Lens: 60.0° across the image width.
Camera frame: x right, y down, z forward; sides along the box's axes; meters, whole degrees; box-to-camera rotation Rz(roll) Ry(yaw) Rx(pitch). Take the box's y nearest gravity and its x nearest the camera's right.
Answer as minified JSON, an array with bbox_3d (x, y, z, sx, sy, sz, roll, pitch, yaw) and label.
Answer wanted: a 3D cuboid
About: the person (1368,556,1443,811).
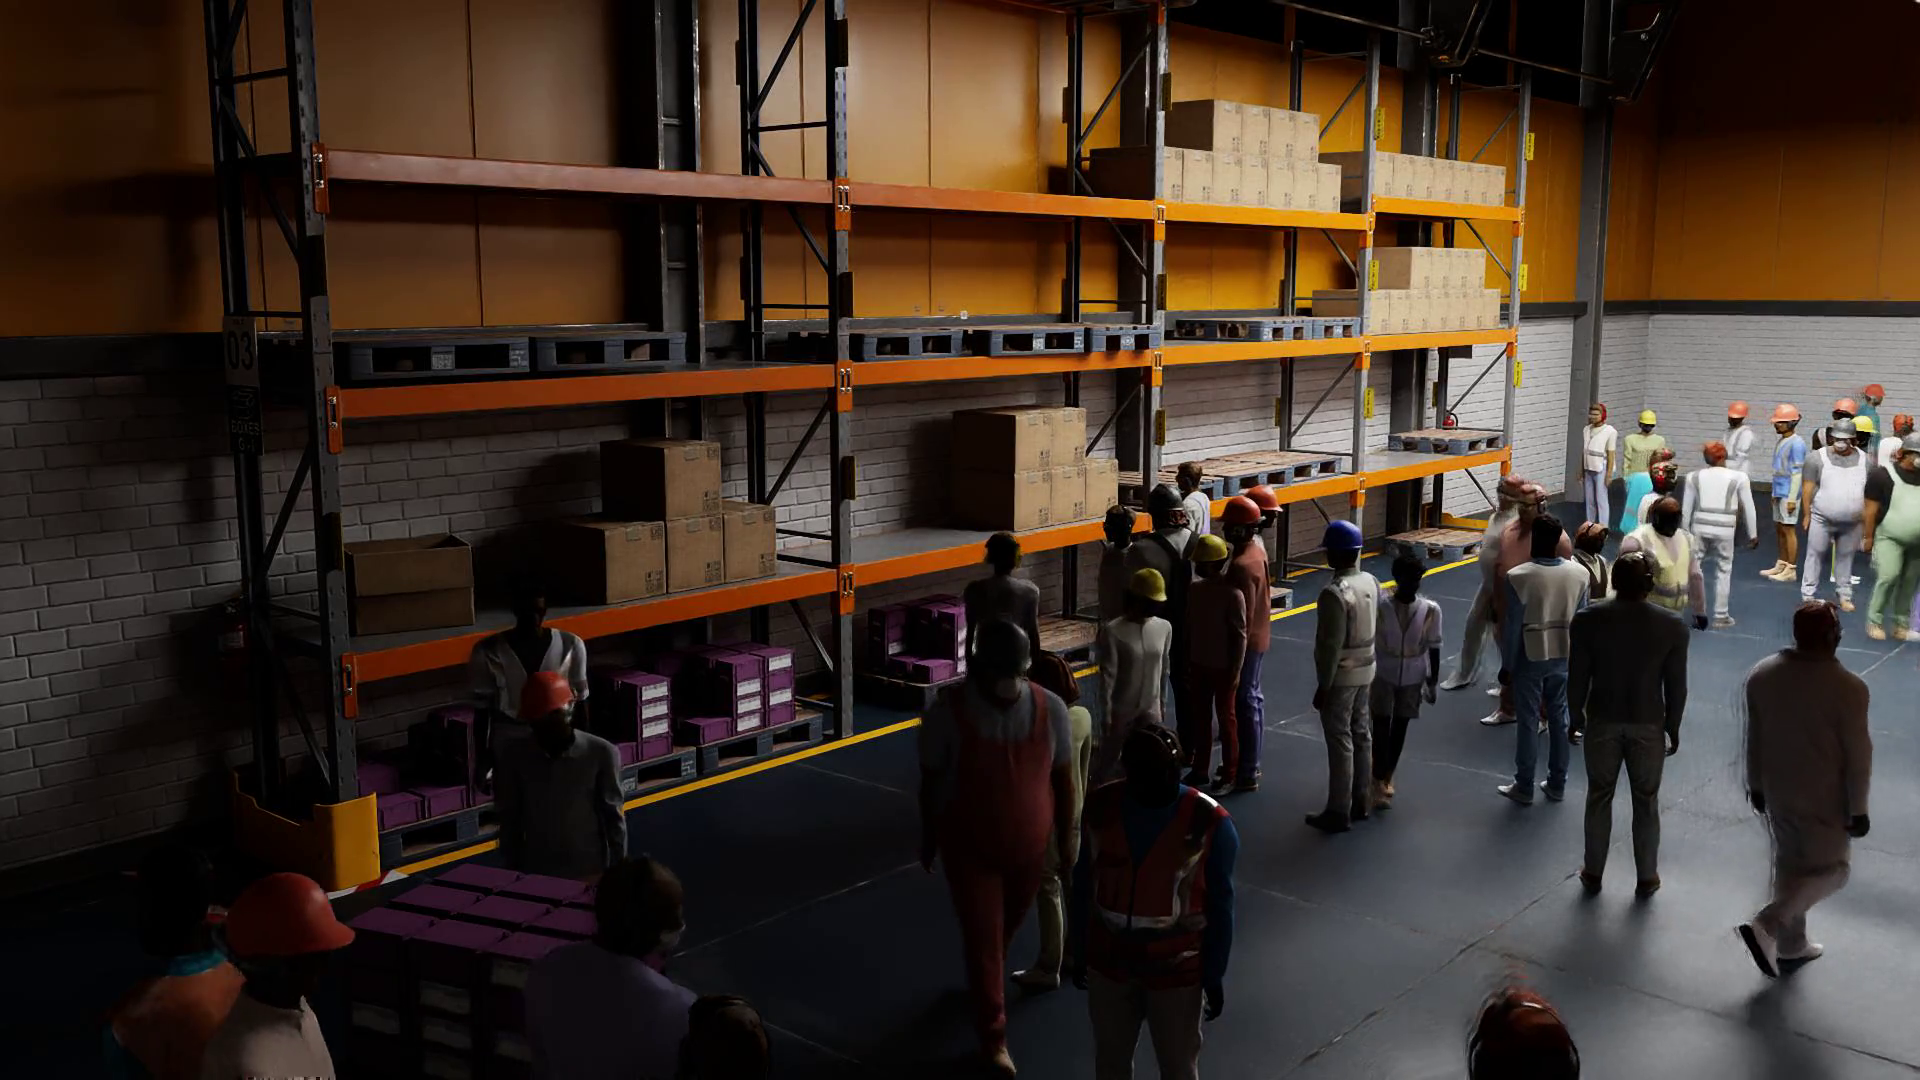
[{"bbox_3d":[2.862,0.929,10.790,0.544,1.652,0.833,0,9,3],"label":"person"}]

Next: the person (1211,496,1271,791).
[{"bbox_3d":[1.899,0.697,11.230,0.388,1.996,0.612,3,9,19],"label":"person"}]

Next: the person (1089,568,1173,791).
[{"bbox_3d":[1.030,1.003,10.180,0.531,1.736,0.876,-4,9,-22],"label":"person"}]

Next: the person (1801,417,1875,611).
[{"bbox_3d":[9.131,-0.265,17.286,0.683,2.000,0.536,2,9,12],"label":"person"}]

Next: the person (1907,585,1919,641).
[{"bbox_3d":[9.321,0.059,15.845,0.581,1.833,0.573,0,9,-2],"label":"person"}]

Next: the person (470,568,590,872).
[{"bbox_3d":[-2.243,1.104,8.732,0.617,1.958,0.367,-3,9,-20],"label":"person"}]

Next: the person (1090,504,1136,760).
[{"bbox_3d":[1.147,0.655,11.982,0.346,1.847,0.505,-5,10,-31],"label":"person"}]

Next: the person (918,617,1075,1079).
[{"bbox_3d":[0.152,1.248,7.527,0.694,2.000,1.008,-2,9,-14],"label":"person"}]

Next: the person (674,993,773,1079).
[{"bbox_3d":[-0.519,1.922,3.810,0.506,1.846,0.344,-7,11,-38],"label":"person"}]

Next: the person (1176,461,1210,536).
[{"bbox_3d":[2.050,0.217,14.808,0.328,1.844,0.514,5,10,27],"label":"person"}]

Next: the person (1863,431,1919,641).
[{"bbox_3d":[9.016,-0.040,15.833,0.703,2.000,0.541,0,9,1],"label":"person"}]

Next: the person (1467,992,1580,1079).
[{"bbox_3d":[1.258,1.935,3.747,0.608,1.831,0.965,0,9,2],"label":"person"}]

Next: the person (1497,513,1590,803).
[{"bbox_3d":[3.828,0.780,10.940,0.592,1.920,0.392,-2,9,-14],"label":"person"}]

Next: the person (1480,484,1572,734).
[{"bbox_3d":[4.297,0.520,12.654,0.411,1.908,0.643,-5,10,-30],"label":"person"}]

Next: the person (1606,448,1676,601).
[{"bbox_3d":[6.821,-0.048,16.704,0.924,1.795,0.640,-2,9,-15],"label":"person"}]

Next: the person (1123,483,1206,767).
[{"bbox_3d":[1.429,0.601,11.704,0.681,2.000,0.535,-3,9,-21],"label":"person"}]

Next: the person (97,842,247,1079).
[{"bbox_3d":[-2.081,1.765,4.589,0.386,1.918,0.596,3,9,17],"label":"person"}]

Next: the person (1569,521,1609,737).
[{"bbox_3d":[4.712,0.668,12.595,0.514,1.634,0.313,-6,11,-35],"label":"person"}]

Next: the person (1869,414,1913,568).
[{"bbox_3d":[11.059,-0.558,19.708,0.364,1.878,0.586,0,9,0],"label":"person"}]

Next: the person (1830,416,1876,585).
[{"bbox_3d":[10.135,-0.454,18.904,0.395,1.918,0.586,4,10,26],"label":"person"}]

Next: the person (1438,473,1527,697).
[{"bbox_3d":[4.347,0.376,13.688,0.714,1.871,0.668,0,9,1],"label":"person"}]

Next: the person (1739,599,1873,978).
[{"bbox_3d":[4.118,1.225,8.173,0.645,1.884,0.656,-3,9,-21],"label":"person"}]

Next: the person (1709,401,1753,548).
[{"bbox_3d":[9.878,-0.841,21.412,0.477,1.919,0.558,-1,9,-9],"label":"person"}]

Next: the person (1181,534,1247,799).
[{"bbox_3d":[1.667,0.834,11.086,0.321,1.765,0.533,-6,11,-36],"label":"person"}]

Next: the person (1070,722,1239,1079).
[{"bbox_3d":[0.689,1.568,6.130,0.621,1.837,0.429,4,10,24],"label":"person"}]

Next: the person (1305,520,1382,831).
[{"bbox_3d":[2.400,0.842,10.444,0.404,1.945,0.615,7,12,40],"label":"person"}]

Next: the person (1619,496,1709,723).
[{"bbox_3d":[5.375,0.560,12.727,0.735,1.815,0.452,-3,9,-20],"label":"person"}]

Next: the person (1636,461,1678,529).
[{"bbox_3d":[6.173,0.217,14.803,0.389,1.846,0.566,3,9,17],"label":"person"}]

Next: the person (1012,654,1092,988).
[{"bbox_3d":[0.452,1.361,8.111,0.285,1.633,0.499,7,11,38],"label":"person"}]

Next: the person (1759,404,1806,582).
[{"bbox_3d":[9.438,-0.537,19.080,0.415,2.035,0.609,1,9,7],"label":"person"}]

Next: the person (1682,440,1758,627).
[{"bbox_3d":[7.449,-0.045,16.415,0.725,1.879,0.654,7,11,39],"label":"person"}]

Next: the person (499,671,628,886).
[{"bbox_3d":[-1.769,1.424,7.386,0.584,1.729,0.351,1,9,9],"label":"person"}]

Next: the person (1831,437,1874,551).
[{"bbox_3d":[11.533,-0.746,21.527,0.476,1.689,0.930,1,9,4],"label":"person"}]

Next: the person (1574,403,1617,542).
[{"bbox_3d":[8.424,-0.888,21.959,0.392,1.838,0.561,-3,9,-18],"label":"person"}]

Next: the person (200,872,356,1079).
[{"bbox_3d":[-1.721,1.796,4.308,1.022,1.940,0.627,-1,9,-8],"label":"person"}]

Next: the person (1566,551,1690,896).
[{"bbox_3d":[3.718,1.023,9.315,0.629,1.937,0.379,4,10,23],"label":"person"}]

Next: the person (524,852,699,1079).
[{"bbox_3d":[-0.878,1.767,4.604,0.667,1.913,0.487,7,11,37],"label":"person"}]

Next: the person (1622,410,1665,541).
[{"bbox_3d":[8.952,-0.822,21.792,0.529,1.761,0.339,2,9,12],"label":"person"}]

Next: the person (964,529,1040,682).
[{"bbox_3d":[0.271,0.863,10.621,0.536,1.851,0.456,2,9,14],"label":"person"}]

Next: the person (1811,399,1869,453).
[{"bbox_3d":[10.593,-0.691,20.088,0.627,2.026,0.411,6,11,35],"label":"person"}]

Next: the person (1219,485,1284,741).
[{"bbox_3d":[2.191,0.546,12.461,0.417,1.925,0.556,2,9,14],"label":"person"}]
